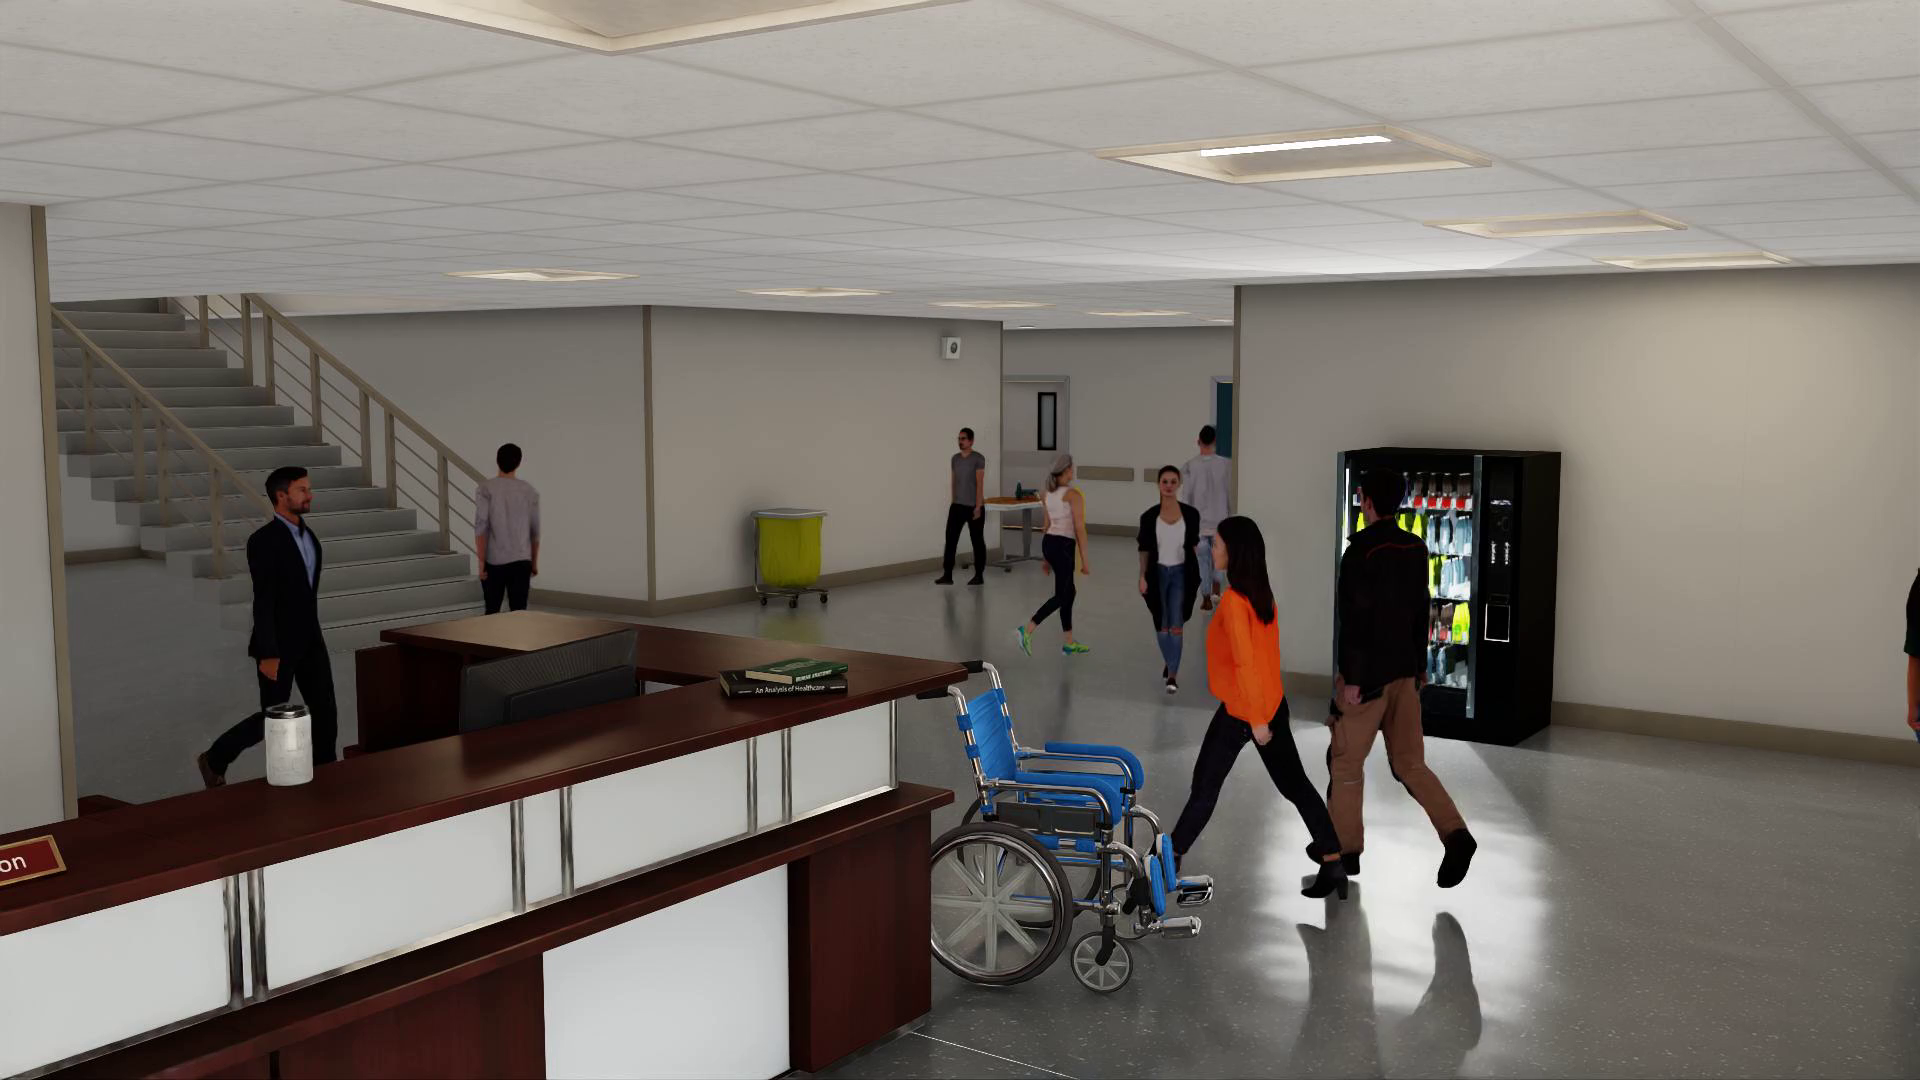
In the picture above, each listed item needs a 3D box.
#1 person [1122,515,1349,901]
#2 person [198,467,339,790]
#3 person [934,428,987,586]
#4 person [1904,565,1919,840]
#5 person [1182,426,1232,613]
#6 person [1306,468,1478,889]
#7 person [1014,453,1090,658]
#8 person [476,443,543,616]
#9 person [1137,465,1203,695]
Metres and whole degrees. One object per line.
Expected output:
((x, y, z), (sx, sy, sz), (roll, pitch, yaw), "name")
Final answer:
((1.343, 0.790, 7.186), (1.220, 1.684, 0.723), (3, 7, 30), "person")
((-3.596, 0.557, 8.722), (1.210, 1.840, 0.948), (1, 6, 11), "person")
((0.140, -0.357, 18.344), (0.855, 1.733, 0.730), (3, 7, 28), "person")
((4.722, 0.767, 7.878), (1.000, 1.592, 0.808), (2, 6, 20), "person")
((2.459, -0.201, 16.304), (0.787, 1.831, 0.878), (0, 6, 1), "person")
((1.964, 0.645, 7.533), (0.987, 1.902, 1.247), (-4, 7, -33), "person")
((0.753, 0.156, 13.527), (0.915, 1.676, 1.102), (-4, 7, -35), "person")
((-3.397, 0.205, 12.500), (0.991, 1.785, 1.179), (-4, 7, -34), "person")
((1.537, 0.307, 12.263), (1.150, 1.629, 1.027), (1, 6, 8), "person")
